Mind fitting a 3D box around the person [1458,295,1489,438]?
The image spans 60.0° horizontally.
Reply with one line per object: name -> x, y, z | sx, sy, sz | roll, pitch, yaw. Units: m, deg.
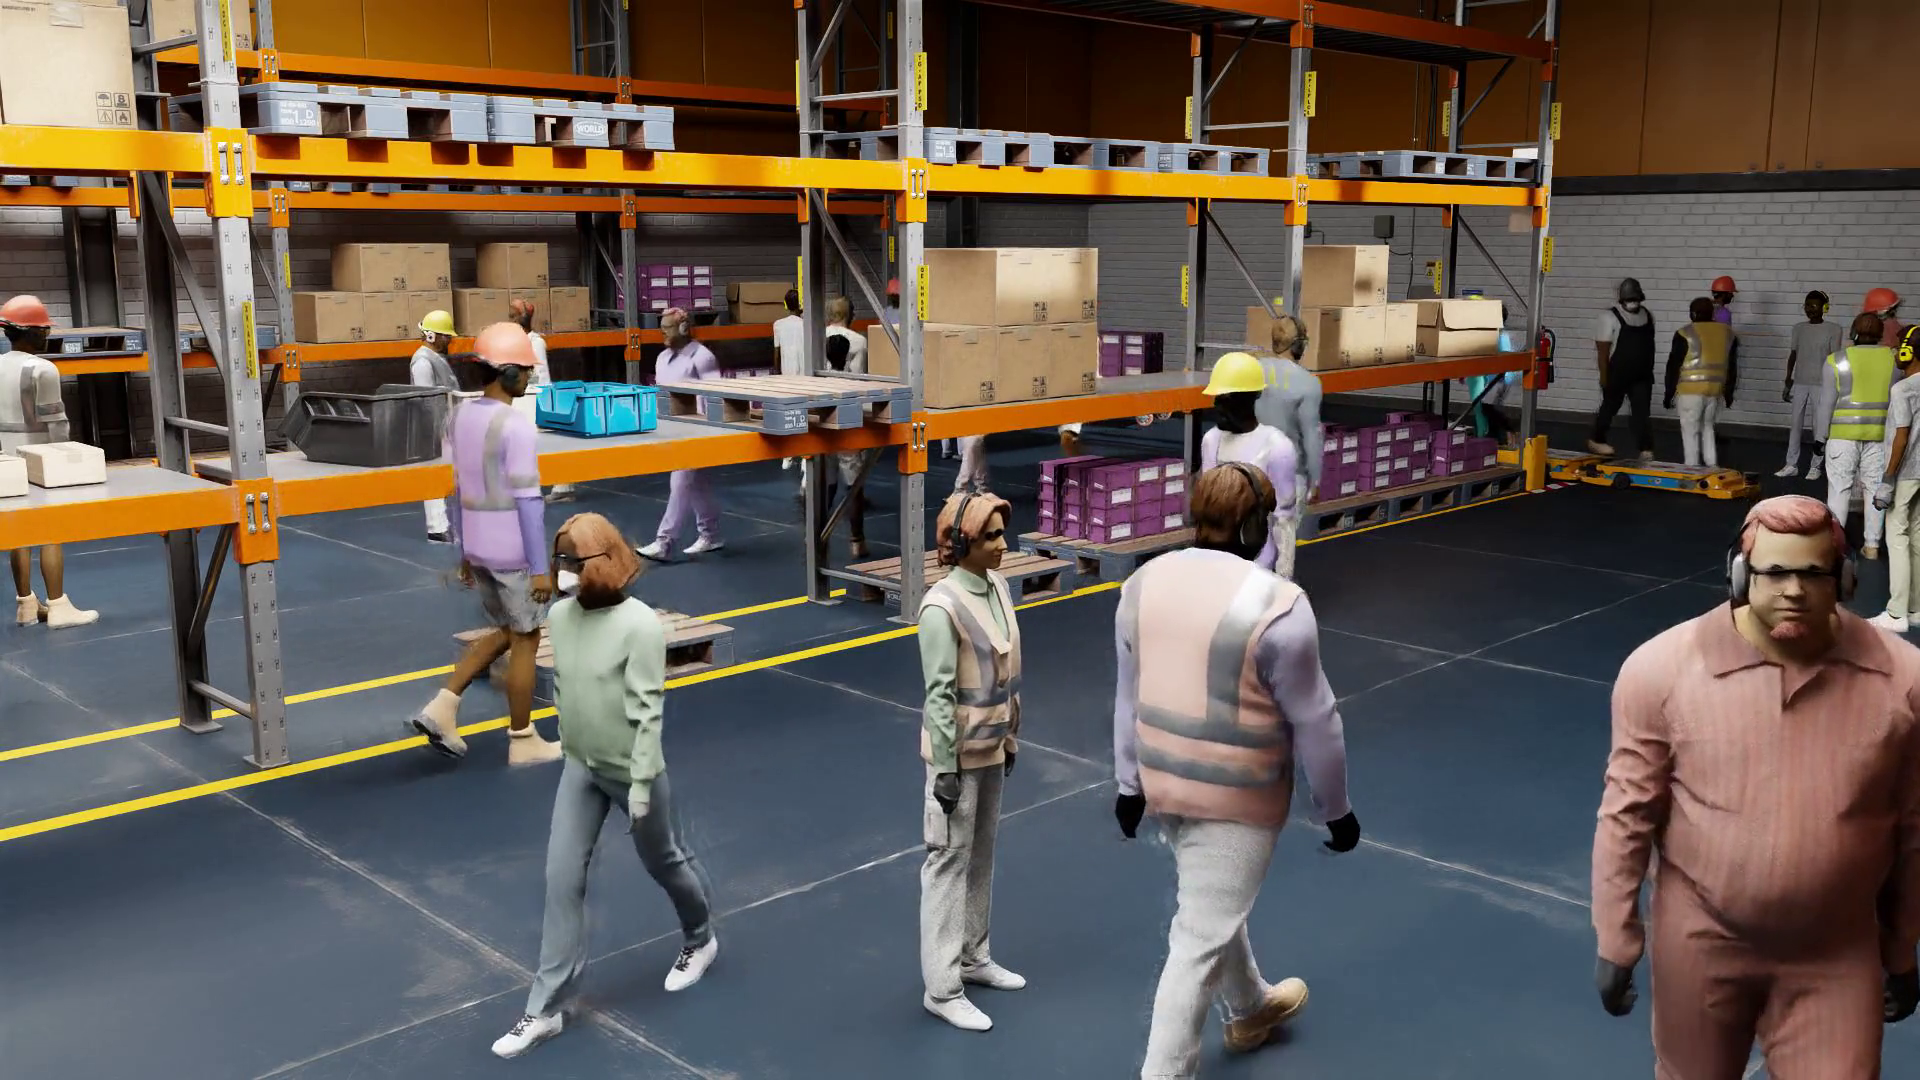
person -> 5.867, -1.890, 18.777 | 0.501, 1.734, 0.560 | -4, 11, -19

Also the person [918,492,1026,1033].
person -> 0.030, 0.663, 5.123 | 0.306, 1.640, 0.522 | 4, 11, 22

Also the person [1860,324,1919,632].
person -> 5.765, -0.373, 10.144 | 0.523, 1.870, 0.317 | -6, 12, -32

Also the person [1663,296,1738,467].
person -> 7.084, -1.409, 15.929 | 0.679, 1.817, 0.438 | -2, 11, -9

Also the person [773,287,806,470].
person -> -1.669, -1.646, 17.116 | 0.513, 1.862, 0.328 | 5, 11, 23

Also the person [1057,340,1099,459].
person -> 0.923, -1.243, 14.785 | 0.697, 1.910, 0.550 | -9, 14, -42

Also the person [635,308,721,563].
person -> -2.136, -0.766, 12.303 | 0.946, 1.861, 0.656 | -10, 14, -43

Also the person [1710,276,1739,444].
person -> 8.764, -2.081, 19.275 | 0.374, 1.935, 0.552 | -1, 10, -7

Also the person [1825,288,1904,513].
person -> 7.919, -1.172, 14.277 | 0.740, 1.948, 0.748 | -2, 11, -8

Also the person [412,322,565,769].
person -> -2.082, 0.053, 7.399 | 0.592, 2.030, 0.620 | -9, 14, -41

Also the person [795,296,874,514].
person -> -1.086, -1.134, 14.261 | 0.631, 1.900, 0.941 | 5, 12, 27

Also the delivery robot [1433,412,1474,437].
delivery robot -> 5.017, -1.109, 17.488 | 0.707, 0.478, 0.477 | 9, 14, 40

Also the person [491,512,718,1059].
person -> -1.051, 0.699, 5.078 | 0.516, 1.592, 0.850 | 7, 12, 32

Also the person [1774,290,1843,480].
person -> 8.408, -1.527, 16.438 | 0.317, 1.870, 0.523 | -8, 13, -37

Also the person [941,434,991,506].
person -> 0.021, -1.187, 14.571 | 0.679, 1.864, 0.957 | 8, 13, 38

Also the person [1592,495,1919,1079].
person -> 1.653, 0.850, 3.430 | 0.668, 1.883, 0.664 | 3, 11, 18

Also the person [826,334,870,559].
person -> -0.922, -0.694, 12.403 | 0.546, 1.680, 0.451 | 3, 11, 18

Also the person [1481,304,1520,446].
person -> 5.867, -1.738, 18.110 | 0.425, 1.687, 0.537 | 2, 11, 11

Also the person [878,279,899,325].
person -> -0.781, -2.226, 20.227 | 0.562, 1.876, 1.014 | 5, 12, 26

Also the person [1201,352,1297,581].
person -> 1.337, 0.082, 7.608 | 0.884, 1.899, 0.598 | -6, 12, -28

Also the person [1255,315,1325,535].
person -> 1.964, -0.413, 10.211 | 0.434, 1.923, 0.649 | -8, 13, -38

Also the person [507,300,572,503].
person -> -3.914, -1.200, 14.746 | 0.978, 1.831, 0.584 | -6, 12, -28

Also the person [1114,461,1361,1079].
person -> 0.790, 0.685, 4.577 | 0.928, 1.800, 0.648 | -7, 13, -35

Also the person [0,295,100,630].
person -> -5.644, -0.468, 10.186 | 0.615, 2.042, 0.372 | 4, 11, 23

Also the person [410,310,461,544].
person -> -4.086, -0.883, 13.059 | 0.403, 1.822, 0.589 | -2, 11, -9

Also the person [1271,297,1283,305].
person -> 3.581, -1.784, 18.200 | 0.671, 1.747, 0.530 | -6, 12, -28

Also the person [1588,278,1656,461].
person -> 7.162, -1.886, 17.930 | 0.737, 2.000, 1.014 | -2, 11, -9

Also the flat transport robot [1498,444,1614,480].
flat transport robot -> 5.836, -0.803, 16.850 | 0.652, 0.197, 1.431 | -7, 13, -33

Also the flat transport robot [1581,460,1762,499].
flat transport robot -> 6.706, -0.592, 15.700 | 0.652, 0.197, 1.431 | -9, 14, -42

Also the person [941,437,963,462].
person -> 0.000, -1.721, 17.781 | 0.328, 1.767, 0.532 | -10, 14, -42

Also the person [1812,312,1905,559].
person -> 6.688, -0.771, 12.393 | 0.621, 1.845, 0.429 | 2, 11, 10
